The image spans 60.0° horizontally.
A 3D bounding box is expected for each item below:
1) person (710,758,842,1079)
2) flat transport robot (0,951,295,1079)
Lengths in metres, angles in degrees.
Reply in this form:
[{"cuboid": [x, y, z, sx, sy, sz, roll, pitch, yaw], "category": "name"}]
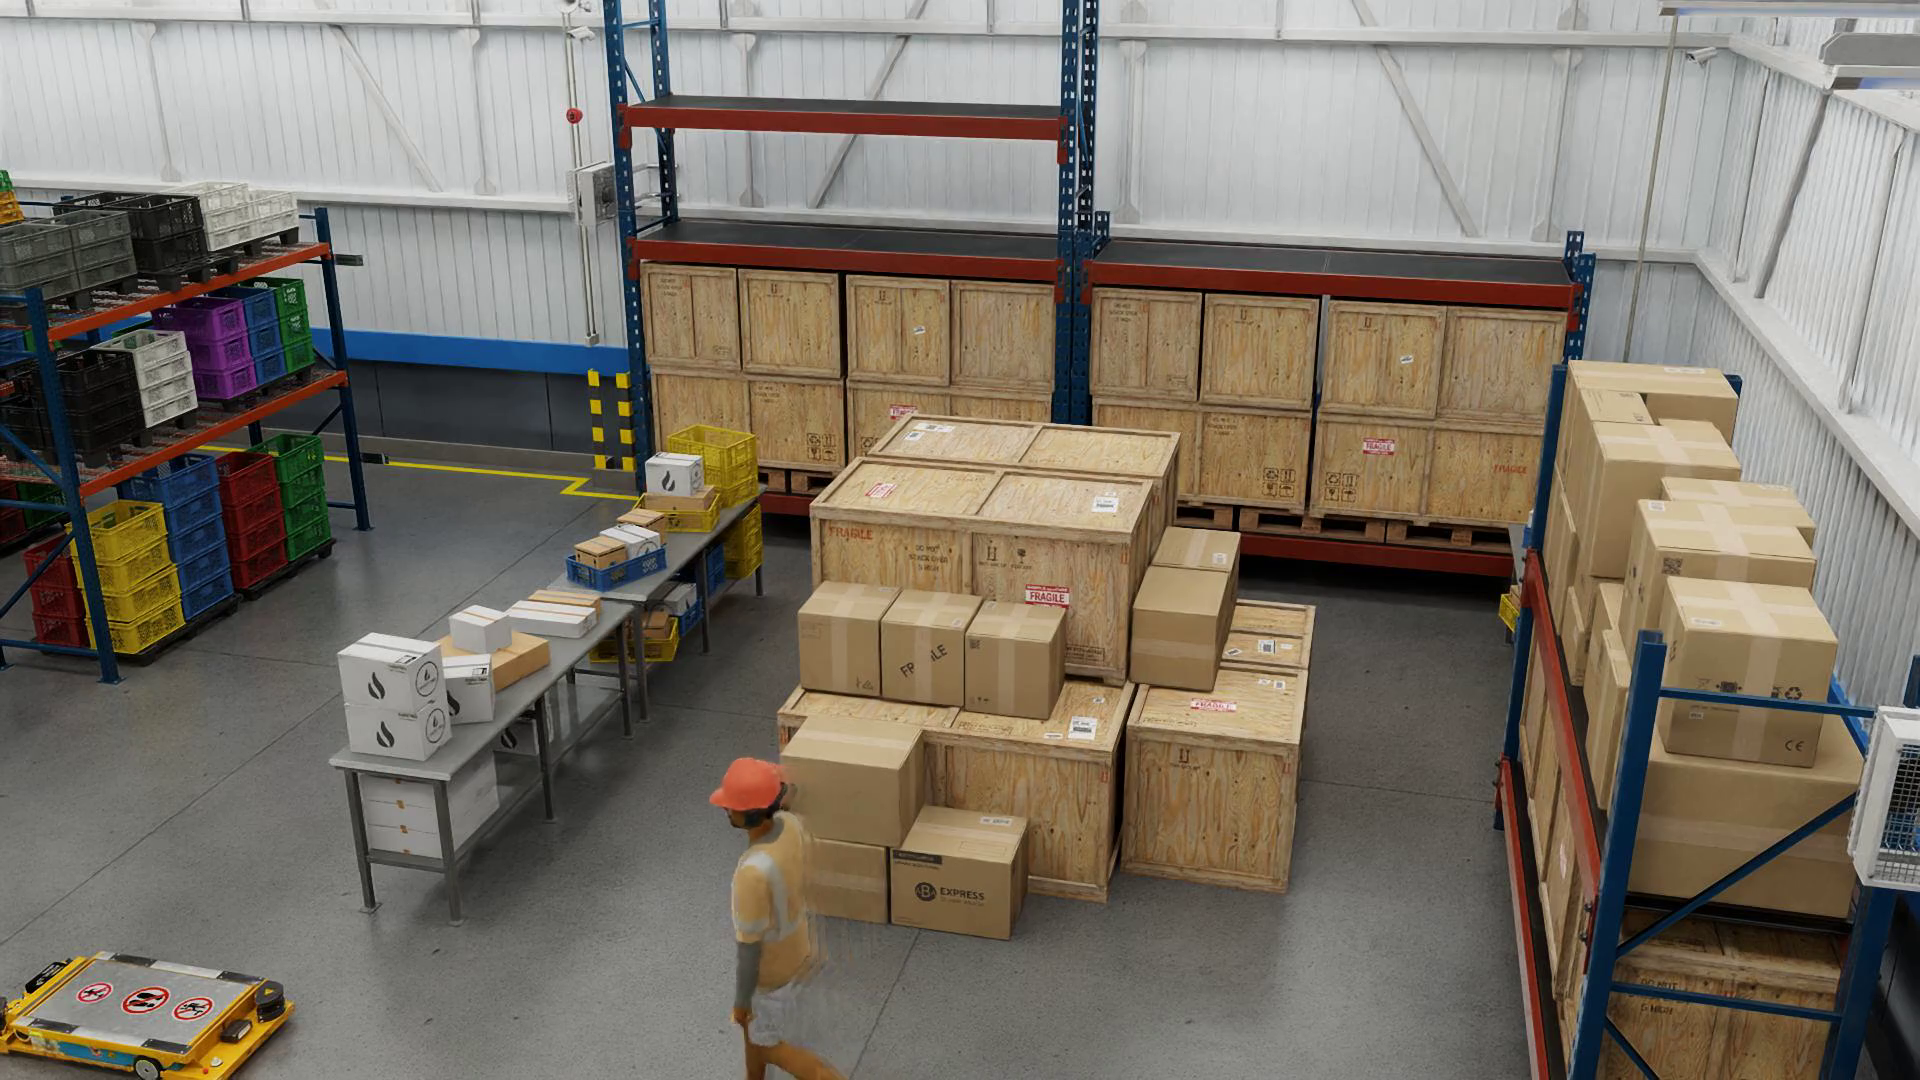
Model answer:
[{"cuboid": [-0.798, 1.910, 7.616, 0.856, 2.014, 0.612, 4, 21, 9], "category": "person"}, {"cuboid": [-4.270, 2.464, 8.601, 1.431, 0.231, 0.659, 5, 22, 13], "category": "flat transport robot"}]
